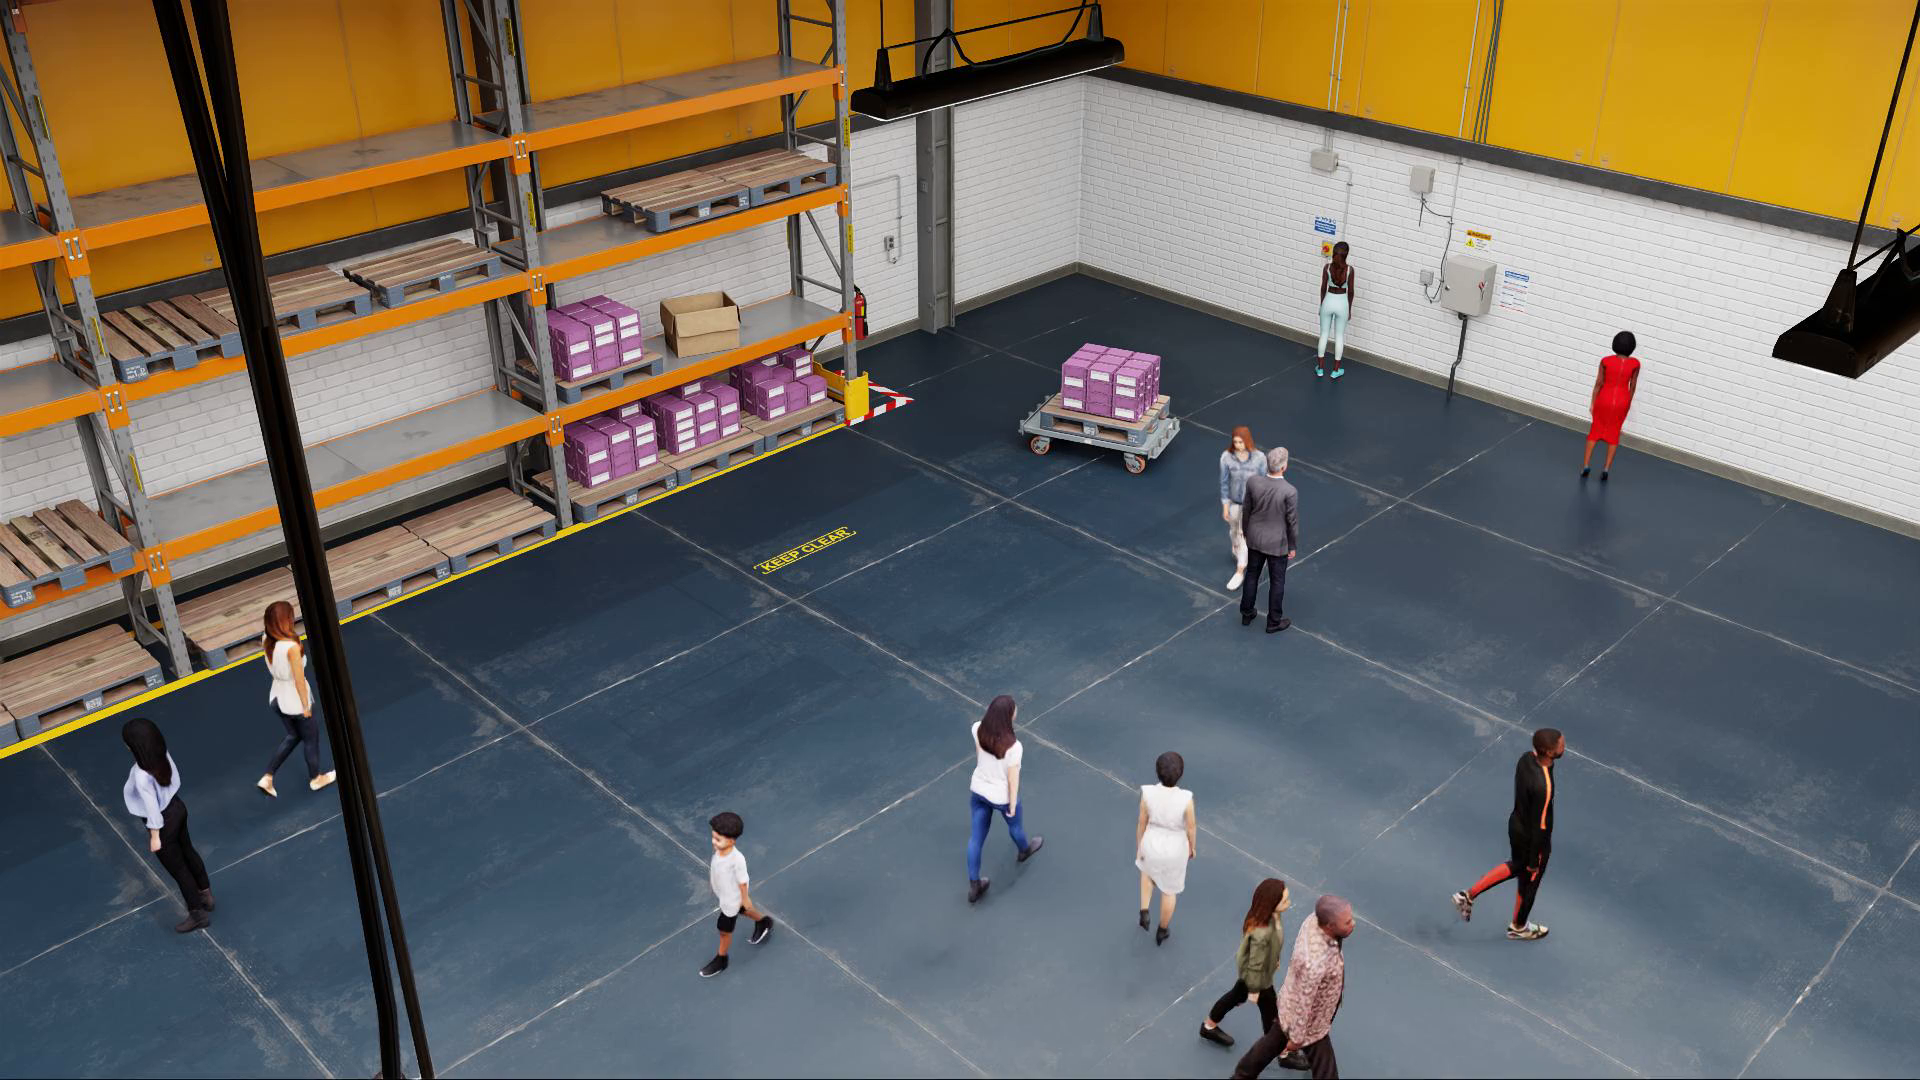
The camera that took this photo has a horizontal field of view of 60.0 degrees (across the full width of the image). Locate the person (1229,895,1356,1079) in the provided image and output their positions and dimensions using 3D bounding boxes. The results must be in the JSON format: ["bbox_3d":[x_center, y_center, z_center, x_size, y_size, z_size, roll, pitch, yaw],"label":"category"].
[{"bbox_3d":[2.006,2.838,10.051,1.181,1.762,1.213,5,29,10],"label":"person"}]

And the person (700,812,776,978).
[{"bbox_3d":[-1.525,2.369,11.449,0.885,1.247,0.528,-22,36,-35],"label":"person"}]

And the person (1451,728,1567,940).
[{"bbox_3d":[3.837,2.039,11.482,1.055,1.795,0.986,0,29,-1],"label":"person"}]

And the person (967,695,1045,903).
[{"bbox_3d":[0.193,1.894,11.903,0.737,1.646,1.076,18,33,29],"label":"person"}]

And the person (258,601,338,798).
[{"bbox_3d":[-5.248,1.291,12.883,0.709,1.767,0.934,18,33,29],"label":"person"}]

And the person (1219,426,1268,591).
[{"bbox_3d":[2.748,-0.389,16.078,0.869,1.657,1.077,7,29,12],"label":"person"}]

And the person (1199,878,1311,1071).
[{"bbox_3d":[1.822,2.739,10.572,0.923,1.437,1.016,10,30,17],"label":"person"}]

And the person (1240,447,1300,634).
[{"bbox_3d":[2.831,-0.017,15.202,0.750,1.842,0.646,19,34,31],"label":"person"}]

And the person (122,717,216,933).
[{"bbox_3d":[-5.546,1.985,11.636,0.765,1.743,0.733,-3,29,-6],"label":"person"}]

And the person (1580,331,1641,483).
[{"bbox_3d":[7.025,-1.421,17.880,0.676,1.743,0.702,8,30,15],"label":"person"}]

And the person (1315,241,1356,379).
[{"bbox_3d":[4.625,-2.850,20.517,0.641,1.725,0.658,9,30,17],"label":"person"}]

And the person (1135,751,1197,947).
[{"bbox_3d":[1.402,2.180,11.485,0.684,1.544,0.704,10,30,18],"label":"person"}]
